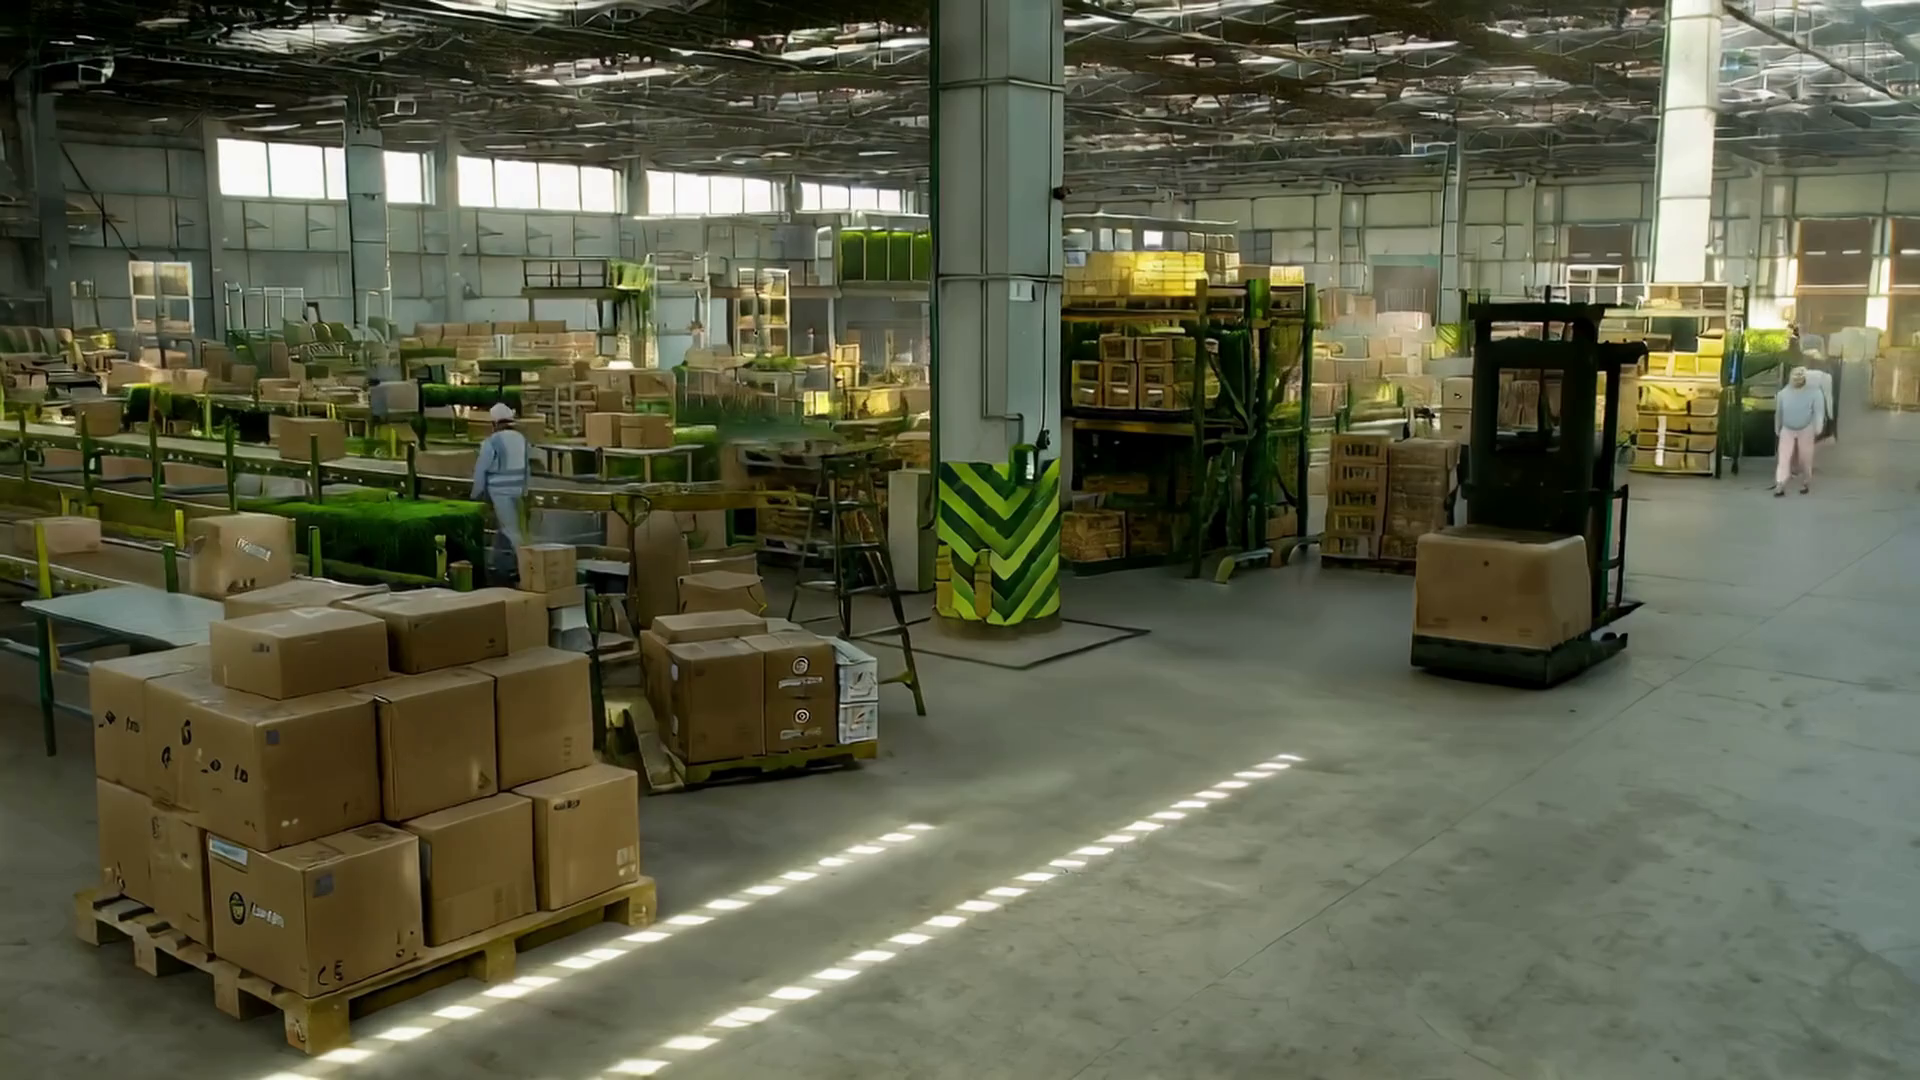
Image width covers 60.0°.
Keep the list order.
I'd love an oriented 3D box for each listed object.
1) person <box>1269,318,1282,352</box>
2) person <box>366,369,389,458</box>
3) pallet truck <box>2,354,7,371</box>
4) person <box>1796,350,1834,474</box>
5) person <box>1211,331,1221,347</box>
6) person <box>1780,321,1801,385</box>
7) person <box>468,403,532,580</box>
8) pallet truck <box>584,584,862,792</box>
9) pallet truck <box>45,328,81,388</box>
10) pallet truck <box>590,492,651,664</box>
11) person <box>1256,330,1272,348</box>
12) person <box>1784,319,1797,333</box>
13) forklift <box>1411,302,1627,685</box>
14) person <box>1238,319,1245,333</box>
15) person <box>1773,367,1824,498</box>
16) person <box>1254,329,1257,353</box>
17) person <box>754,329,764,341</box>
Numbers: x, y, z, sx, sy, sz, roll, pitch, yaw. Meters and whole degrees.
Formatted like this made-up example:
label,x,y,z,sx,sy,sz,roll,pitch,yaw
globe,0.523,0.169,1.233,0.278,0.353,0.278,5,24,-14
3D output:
label,x,y,z,sx,sy,sz,roll,pitch,yaw
person,15.437,-10.119,81.759,0.751,1.803,0.343,4,9,25
person,-9.939,-2.101,28.290,0.568,1.601,0.531,-6,10,-36
pallet truck,-24.881,-4.417,42.634,1.885,1.965,0.823,8,11,41
person,13.694,-2.054,26.762,1.071,1.985,0.634,-8,11,-41
person,7.548,-5.271,49.137,0.617,1.786,0.959,-8,12,-43
person,26.124,-5.868,52.271,0.699,2.000,0.538,-3,9,-22
person,-4.677,-0.491,16.877,0.924,1.781,0.605,4,9,26
pallet truck,-1.426,0.805,10.019,1.601,1.201,0.680,-4,9,-26
pallet truck,-23.775,-4.544,43.495,1.885,1.965,0.823,6,10,35
pallet truck,-3.115,0.344,12.883,0.653,1.274,1.630,7,11,37
person,11.673,-7.557,63.840,0.638,1.983,0.441,4,9,24
person,33.444,-7.965,66.998,0.538,1.865,0.310,6,10,34
forklift,4.379,-0.438,12.852,1.129,2.768,1.873,7,11,37
person,11.620,-8.219,68.518,0.397,1.929,0.541,4,9,23
person,11.975,-1.545,23.759,0.644,1.866,0.984,7,11,39
person,11.744,-7.785,65.765,0.616,1.866,0.470,5,10,31
person,-6.751,-6.219,55.800,0.893,1.700,0.488,5,10,32
